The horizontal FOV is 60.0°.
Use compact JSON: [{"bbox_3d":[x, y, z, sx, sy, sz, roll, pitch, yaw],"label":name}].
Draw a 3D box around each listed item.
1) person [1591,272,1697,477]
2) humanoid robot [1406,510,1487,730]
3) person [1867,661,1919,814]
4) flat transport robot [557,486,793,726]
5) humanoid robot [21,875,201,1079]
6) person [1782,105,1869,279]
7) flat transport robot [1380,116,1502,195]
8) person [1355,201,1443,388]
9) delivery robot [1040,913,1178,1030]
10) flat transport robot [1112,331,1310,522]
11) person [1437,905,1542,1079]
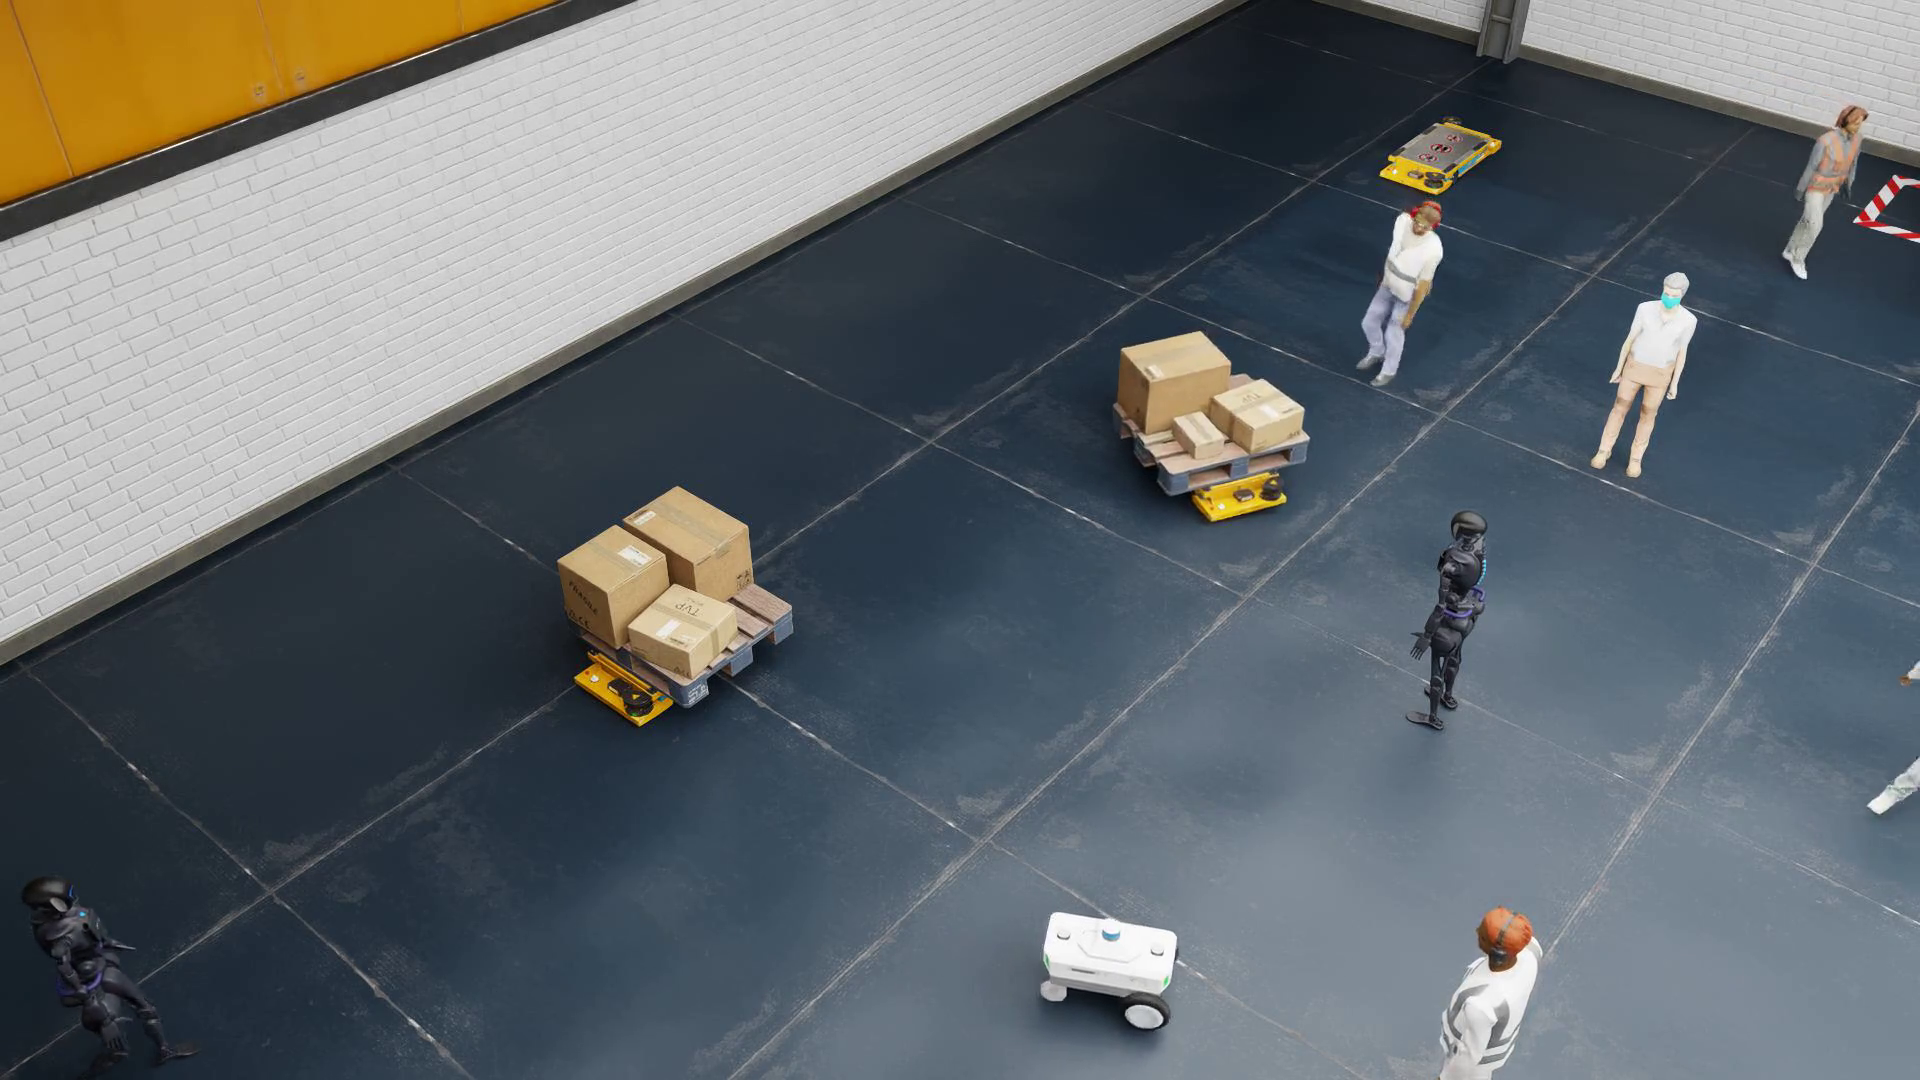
[{"bbox_3d":[5.246,-1.269,12.682,0.482,1.748,0.320,18,42,21],"label":"person"},{"bbox_3d":[3.107,0.494,10.542,0.315,1.655,0.599,28,46,30],"label":"humanoid robot"},{"bbox_3d":[5.979,0.945,9.973,0.889,1.691,0.565,-12,40,-15],"label":"person"},{"bbox_3d":[-1.887,0.697,11.421,0.659,0.231,1.431,28,46,30],"label":"flat transport robot"},{"bbox_3d":[-4.423,2.238,8.408,0.674,1.636,0.615,-13,41,-16],"label":"humanoid robot"},{"bbox_3d":[7.899,-3.162,15.129,0.542,1.615,0.588,-15,41,-18],"label":"person"},{"bbox_3d":[4.999,-3.988,17.237,0.659,0.231,1.431,28,46,30],"label":"flat transport robot"},{"bbox_3d":[3.605,-2.005,13.556,0.415,1.792,0.681,-17,42,-19],"label":"person"},{"bbox_3d":[0.819,2.314,9.175,0.757,0.580,0.499,8,39,9],"label":"delivery robot"},{"bbox_3d":[1.933,-0.678,13.128,0.659,0.231,1.431,-14,41,-17],"label":"flat transport robot"},{"bbox_3d":[2.468,2.416,8.000,0.346,1.883,0.582,27,46,30],"label":"person"}]
